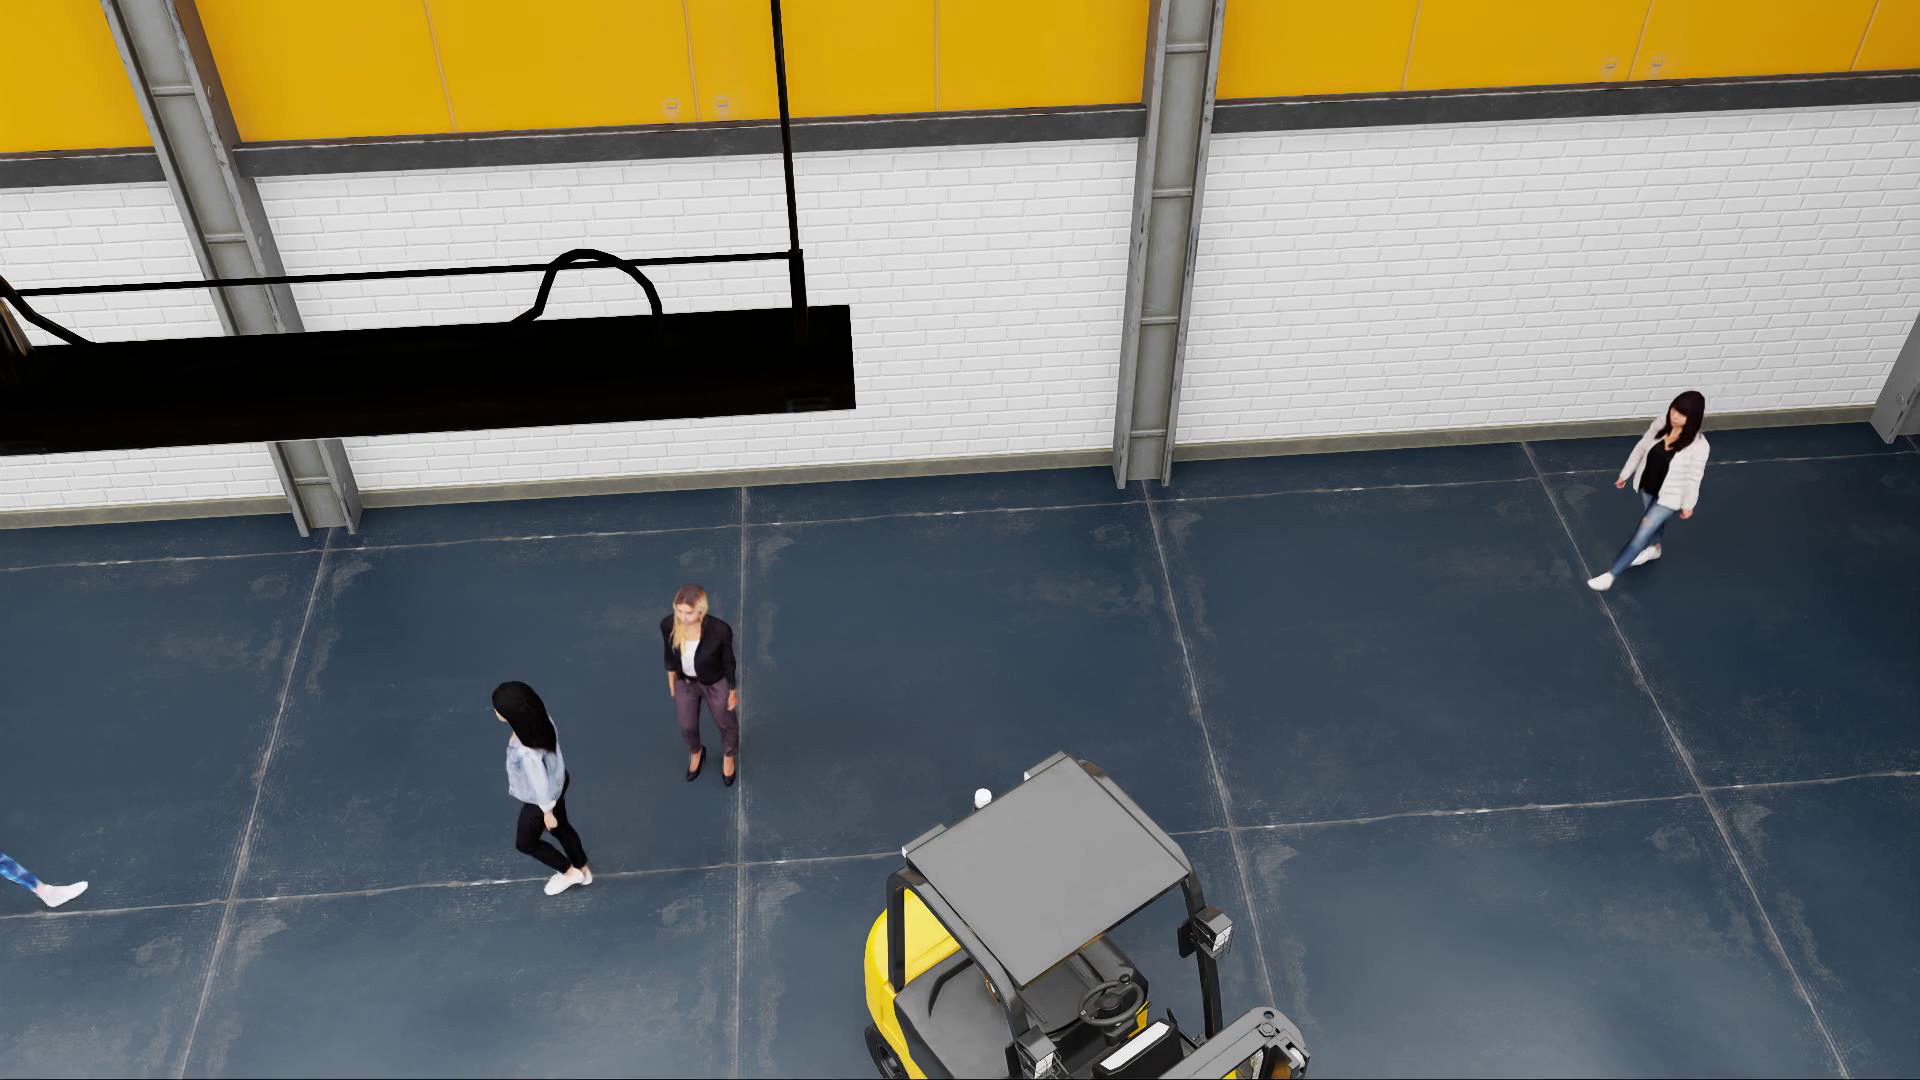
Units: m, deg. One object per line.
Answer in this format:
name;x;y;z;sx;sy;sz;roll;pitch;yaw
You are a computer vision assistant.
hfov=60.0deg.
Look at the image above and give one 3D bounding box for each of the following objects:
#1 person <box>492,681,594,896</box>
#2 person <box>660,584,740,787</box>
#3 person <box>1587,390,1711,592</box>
person;-2.253;1.410;9.355;0.573;1.696;0.616;-6;44;-7
person;-1.511;0.864;9.950;0.541;1.665;0.706;6;44;6
person;4.822;-0.375;11.298;1.134;1.599;0.912;-21;47;-20
